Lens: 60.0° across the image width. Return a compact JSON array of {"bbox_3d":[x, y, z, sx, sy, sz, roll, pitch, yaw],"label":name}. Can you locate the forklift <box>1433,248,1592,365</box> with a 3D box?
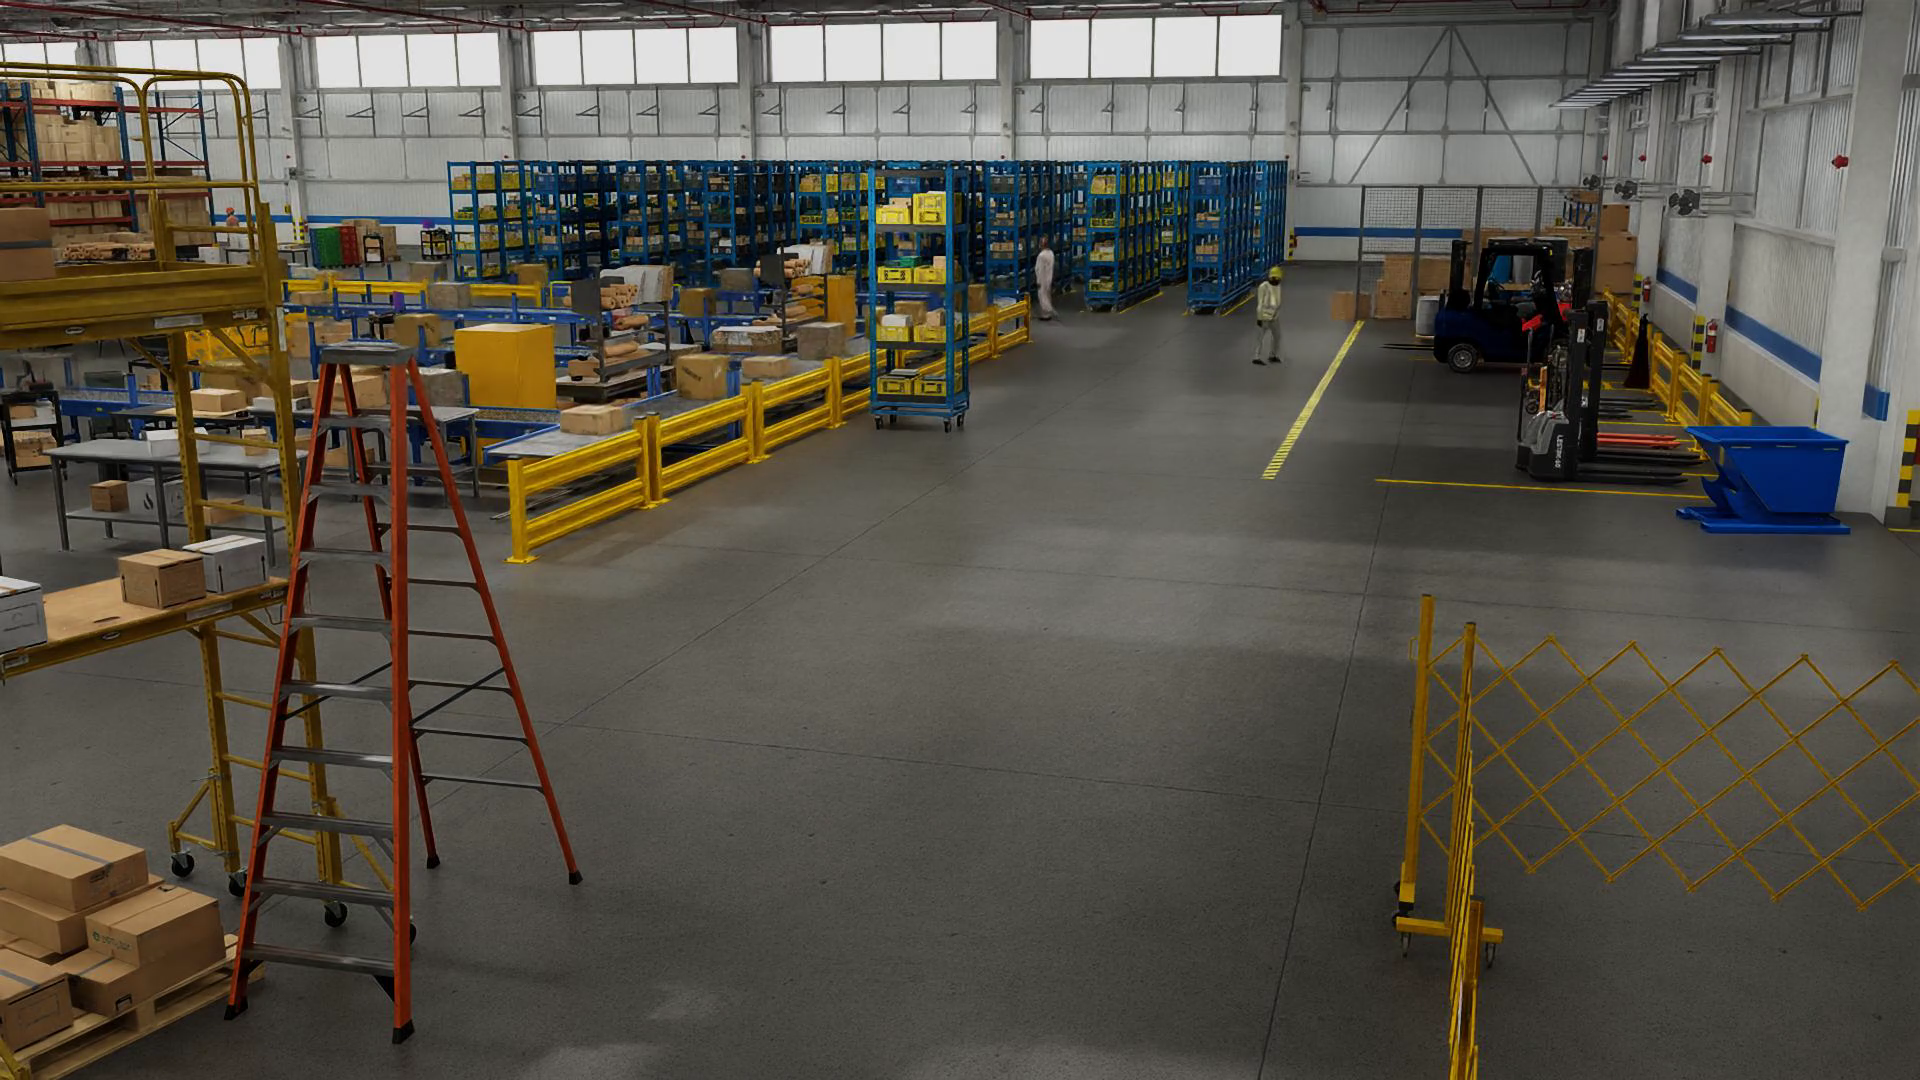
[{"bbox_3d":[9.780,-4.111,29.280,2.680,1.987,1.157,3,13,14],"label":"forklift"}]

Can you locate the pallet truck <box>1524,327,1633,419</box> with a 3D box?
[{"bbox_3d":[9.065,-2.460,24.370,1.522,1.261,0.704,3,13,14],"label":"pallet truck"}]

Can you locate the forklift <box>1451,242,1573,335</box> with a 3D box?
[{"bbox_3d":[10.464,-4.597,31.405,2.680,1.987,1.157,4,14,16],"label":"forklift"}]

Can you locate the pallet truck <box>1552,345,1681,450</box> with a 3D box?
[{"bbox_3d":[8.641,-1.896,21.908,1.630,1.274,0.653,4,14,16],"label":"pallet truck"}]

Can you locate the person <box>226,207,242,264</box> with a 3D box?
[{"bbox_3d":[-25.568,-10.708,58.494,0.410,1.987,0.607,3,13,11],"label":"person"}]

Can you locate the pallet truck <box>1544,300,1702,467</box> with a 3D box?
[{"bbox_3d":[8.263,-1.952,20.631,1.885,1.965,0.823,5,14,20],"label":"pallet truck"}]

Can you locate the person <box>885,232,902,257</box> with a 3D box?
[{"bbox_3d":[-1.925,-8.718,50.305,0.901,1.802,0.611,11,17,39],"label":"person"}]

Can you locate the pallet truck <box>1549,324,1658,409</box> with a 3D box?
[{"bbox_3d":[9.824,-2.669,25.407,1.601,1.201,0.680,4,14,16],"label":"pallet truck"}]

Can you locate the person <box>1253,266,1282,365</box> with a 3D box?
[{"bbox_3d":[5.620,-4.068,30.202,0.619,1.806,0.458,-10,17,-38],"label":"person"}]

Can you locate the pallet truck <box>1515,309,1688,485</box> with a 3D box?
[{"bbox_3d":[7.554,-1.677,19.446,1.885,1.965,0.823,3,13,14],"label":"pallet truck"}]

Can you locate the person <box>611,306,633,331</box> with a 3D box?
[{"bbox_3d":[-6.157,-4.080,30.354,0.518,1.757,0.339,9,16,35],"label":"person"}]

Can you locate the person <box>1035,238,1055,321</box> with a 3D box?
[{"bbox_3d":[1.923,-6.011,38.367,0.403,1.906,0.651,7,15,26],"label":"person"}]
